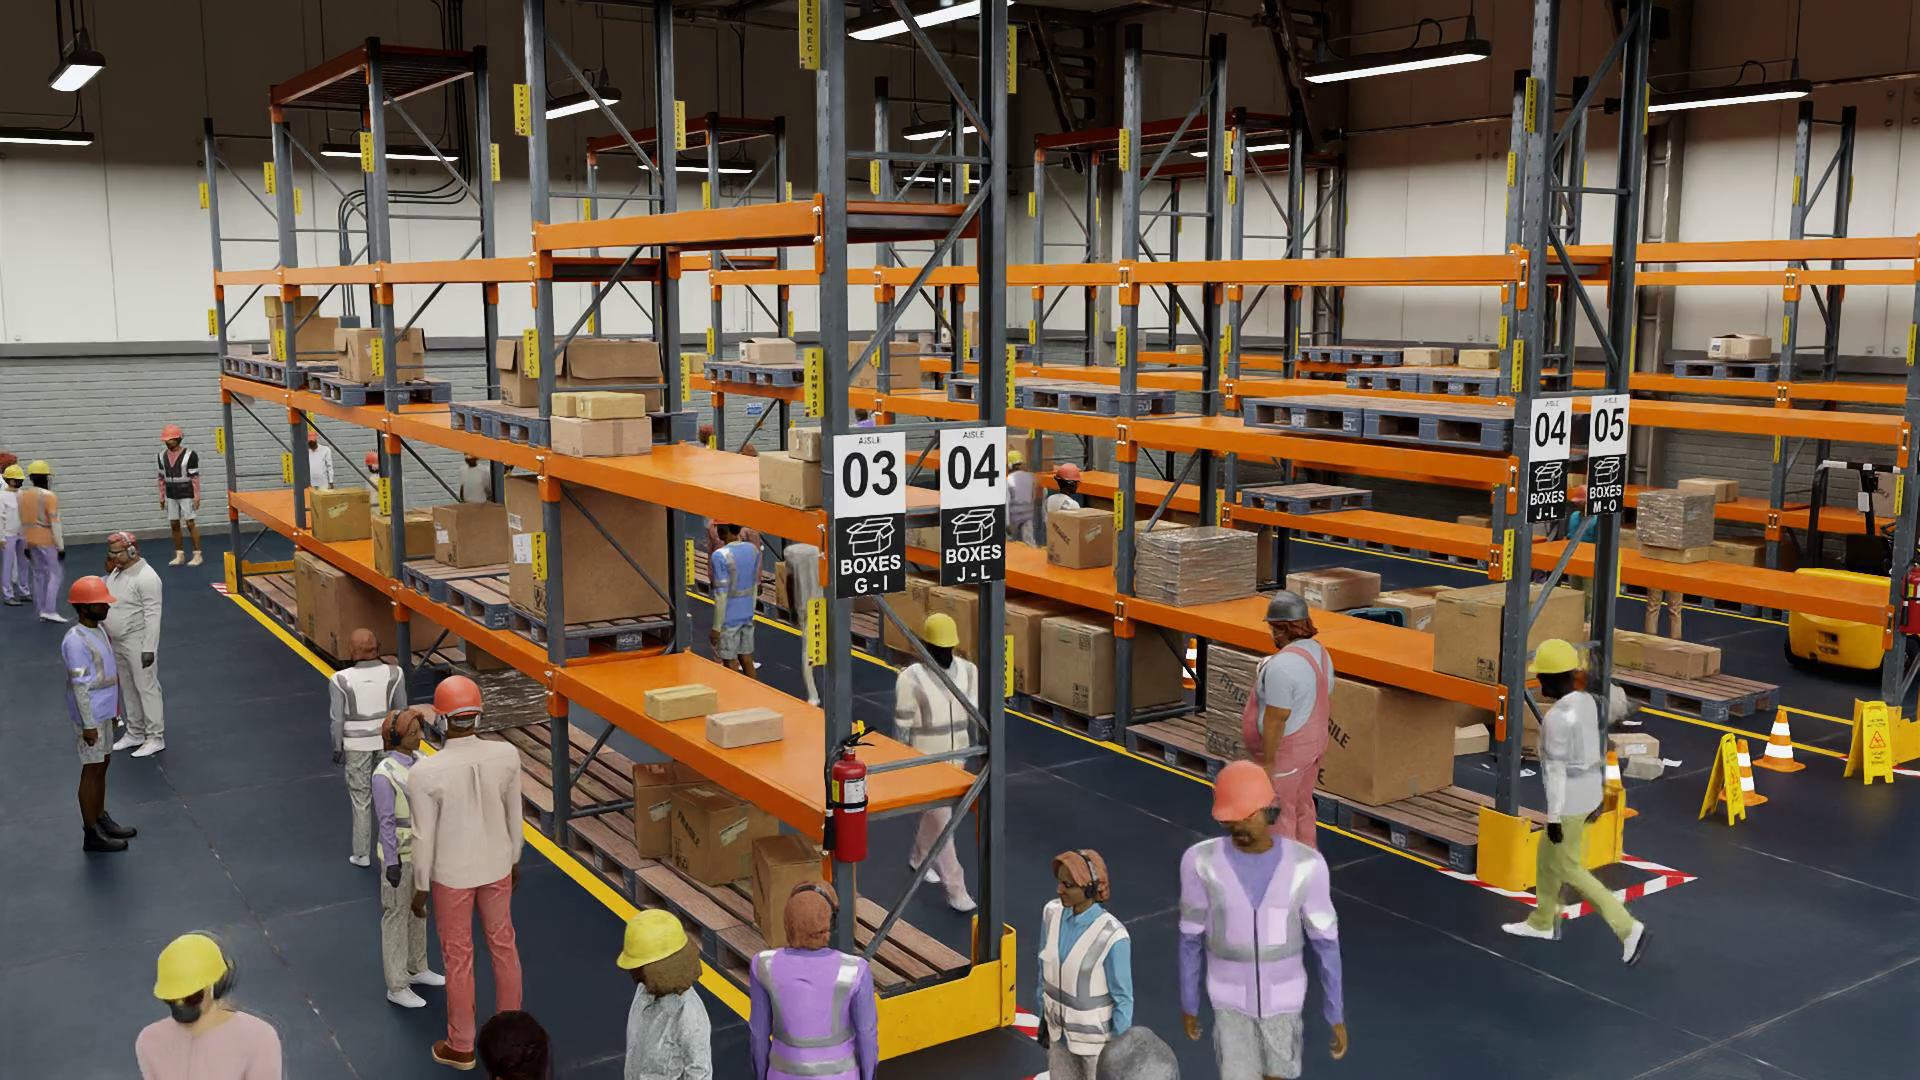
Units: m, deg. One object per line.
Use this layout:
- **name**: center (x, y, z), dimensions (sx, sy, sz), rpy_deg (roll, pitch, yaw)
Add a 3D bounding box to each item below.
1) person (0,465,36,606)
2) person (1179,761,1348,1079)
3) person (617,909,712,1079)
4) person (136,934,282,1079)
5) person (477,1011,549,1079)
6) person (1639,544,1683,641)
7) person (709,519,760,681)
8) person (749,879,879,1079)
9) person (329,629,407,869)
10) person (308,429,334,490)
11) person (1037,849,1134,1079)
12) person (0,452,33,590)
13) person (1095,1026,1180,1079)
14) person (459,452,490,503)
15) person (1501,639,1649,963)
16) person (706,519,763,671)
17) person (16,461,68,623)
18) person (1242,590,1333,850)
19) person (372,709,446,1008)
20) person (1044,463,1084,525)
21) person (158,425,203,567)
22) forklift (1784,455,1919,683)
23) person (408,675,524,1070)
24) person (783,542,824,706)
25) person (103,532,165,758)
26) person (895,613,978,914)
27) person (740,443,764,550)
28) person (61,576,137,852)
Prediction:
- **person**: center (-11.742, -0.061, 20.712), dimensions (0.340, 1.757, 0.518), rpy_deg (3, 9, 19)
- **person**: center (1.246, 1.891, 6.886), dimensions (0.687, 2.001, 0.729), rpy_deg (1, 9, 6)
- **person**: center (-1.069, 2.159, 5.999), dimensions (0.305, 1.737, 0.484), rpy_deg (-6, 11, -37)
- **person**: center (-2.571, 2.176, 5.821), dimensions (0.533, 1.748, 0.620), rpy_deg (0, 9, 3)
- **person**: center (-1.191, 2.283, 4.789), dimensions (0.573, 1.867, 1.016), rpy_deg (-3, 9, -22)
- **person**: center (7.536, 0.388, 17.750), dimensions (0.561, 1.745, 0.339), rpy_deg (5, 10, 32)
- **person**: center (-2.033, 0.688, 14.774), dimensions (0.391, 2.041, 0.615), rpy_deg (4, 10, 27)
- **person**: center (-0.568, 2.129, 6.499), dimensions (0.515, 1.645, 0.309), rpy_deg (1, 9, 9)
- **person**: center (-4.009, 1.409, 11.311), dimensions (0.515, 1.638, 0.318), rpy_deg (-5, 10, -31)
- **person**: center (-10.308, -0.937, 26.595), dimensions (0.575, 1.741, 0.355), rpy_deg (-4, 9, -24)
- **person**: center (0.510, 2.071, 6.903), dimensions (0.314, 1.639, 0.517), rpy_deg (-7, 11, -37)
- **person**: center (-12.293, -0.202, 21.385), dimensions (0.593, 1.834, 0.745), rpy_deg (5, 10, 32)
- **person**: center (0.452, 2.250, 4.380), dimensions (0.673, 2.000, 0.536), rpy_deg (0, 9, -3)
- **person**: center (-6.633, -0.423, 22.866), dimensions (0.529, 1.846, 0.593), rpy_deg (3, 9, 19)
- **person**: center (3.654, 1.522, 9.762), dimensions (0.818, 1.890, 0.629), rpy_deg (6, 11, 36)
- **person**: center (-2.326, 0.395, 17.248), dimensions (0.663, 1.895, 0.403), rpy_deg (5, 10, 30)
- **person**: center (-10.838, 0.032, 19.639), dimensions (0.670, 1.903, 0.504), rpy_deg (3, 9, 19)
- **person**: center (2.067, 1.312, 10.625), dimensions (0.535, 2.000, 0.686), rpy_deg (6, 11, 37)
- **person**: center (-3.044, 1.731, 9.166), dimensions (0.309, 1.641, 0.514), rpy_deg (1, 9, 7)
- **person**: center (1.157, 0.173, 18.261), dimensions (0.418, 2.034, 0.604), rpy_deg (-4, 10, -27)
- **person**: center (-11.070, -0.621, 23.553), dimensions (0.613, 2.029, 0.409), rpy_deg (1, 9, 9)
- **forklift**: center (9.643, 0.253, 17.172), dimensions (2.313, 2.155, 1.214), rpy_deg (-6, 10, -33)
- **person**: center (-2.492, 1.667, 8.411), dimensions (0.612, 1.996, 0.389), rpy_deg (-8, 12, -43)
- **person**: center (-1.402, 0.651, 15.733), dimensions (0.552, 1.827, 0.649), rpy_deg (1, 9, 9)
- **person**: center (-6.987, 0.871, 14.022), dimensions (0.640, 1.904, 0.409), rpy_deg (6, 10, 35)
- **person**: center (-0.111, 1.384, 10.700), dimensions (0.608, 1.878, 0.981), rpy_deg (-5, 10, -32)
- **person**: center (-3.157, -0.646, 25.064), dimensions (0.306, 1.624, 0.500), rpy_deg (-3, 9, -20)
- **person**: center (-6.044, 1.208, 11.661), dimensions (0.354, 1.939, 0.544), rpy_deg (-2, 9, -14)
